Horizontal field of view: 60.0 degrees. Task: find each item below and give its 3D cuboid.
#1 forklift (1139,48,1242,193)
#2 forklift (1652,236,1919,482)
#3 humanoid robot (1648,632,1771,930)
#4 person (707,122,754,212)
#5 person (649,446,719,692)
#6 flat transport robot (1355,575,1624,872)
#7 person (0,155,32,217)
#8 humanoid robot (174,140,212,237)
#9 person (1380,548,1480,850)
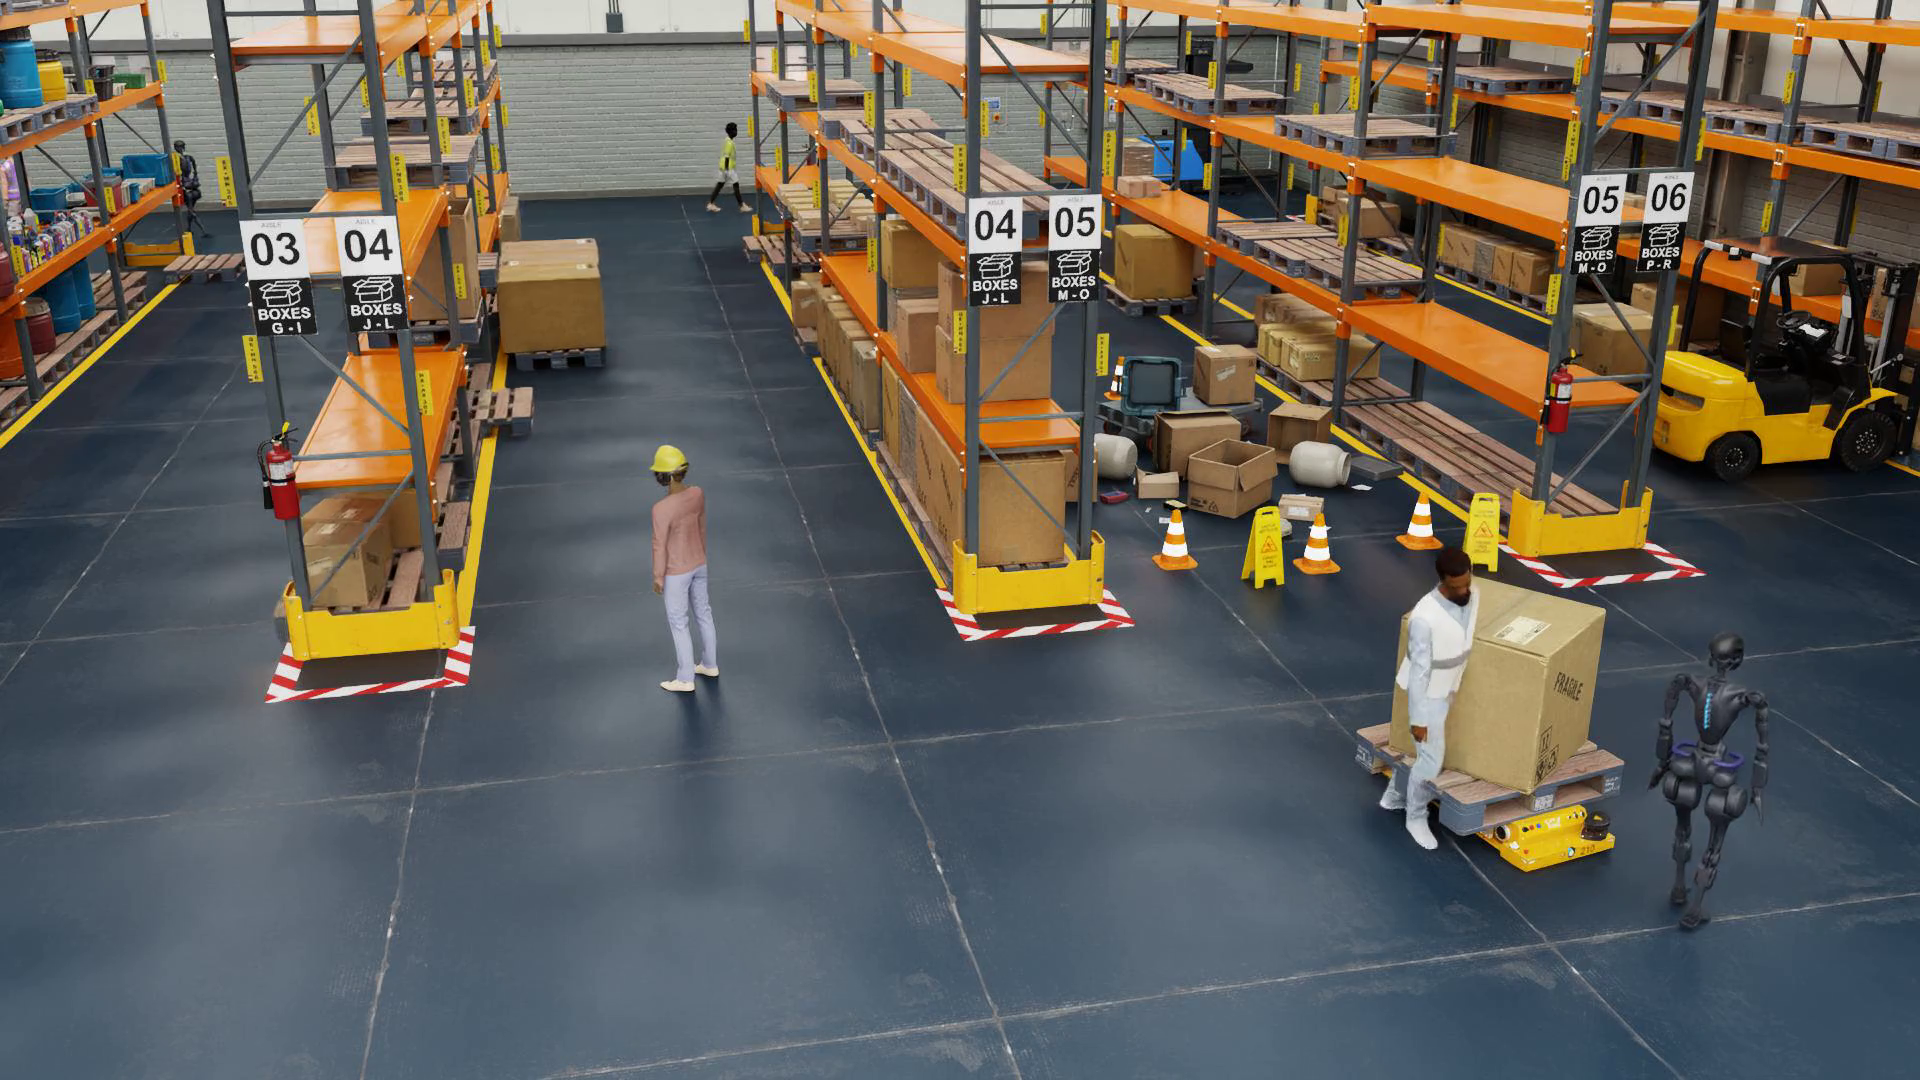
[{"bbox_3d":[4.566,-8.313,32.860,1.873,2.768,1.129,-4,21,-12],"label":"forklift"},{"bbox_3d":[8.013,-1.814,16.330,2.313,2.155,1.214,-4,21,-12],"label":"forklift"},{"bbox_3d":[3.987,1.248,8.821,0.612,1.643,0.491,18,27,39],"label":"humanoid robot"},{"bbox_3d":[-4.320,-6.890,30.771,0.855,1.644,0.539,-5,21,-13],"label":"person"},{"bbox_3d":[-1.951,0.194,11.547,0.340,1.760,0.521,11,23,28],"label":"person"},{"bbox_3d":[3.179,1.533,10.075,0.659,0.231,1.431,-9,22,-23],"label":"flat transport robot"},{"bbox_3d":[-15.369,-5.563,27.147,0.346,1.688,0.489,11,23,28],"label":"person"},{"bbox_3d":[-13.183,-5.991,28.399,0.787,1.636,0.584,7,22,19],"label":"humanoid robot"},{"bbox_3d":[2.681,0.857,9.598,0.523,1.870,0.679,17,26,38],"label":"person"}]
